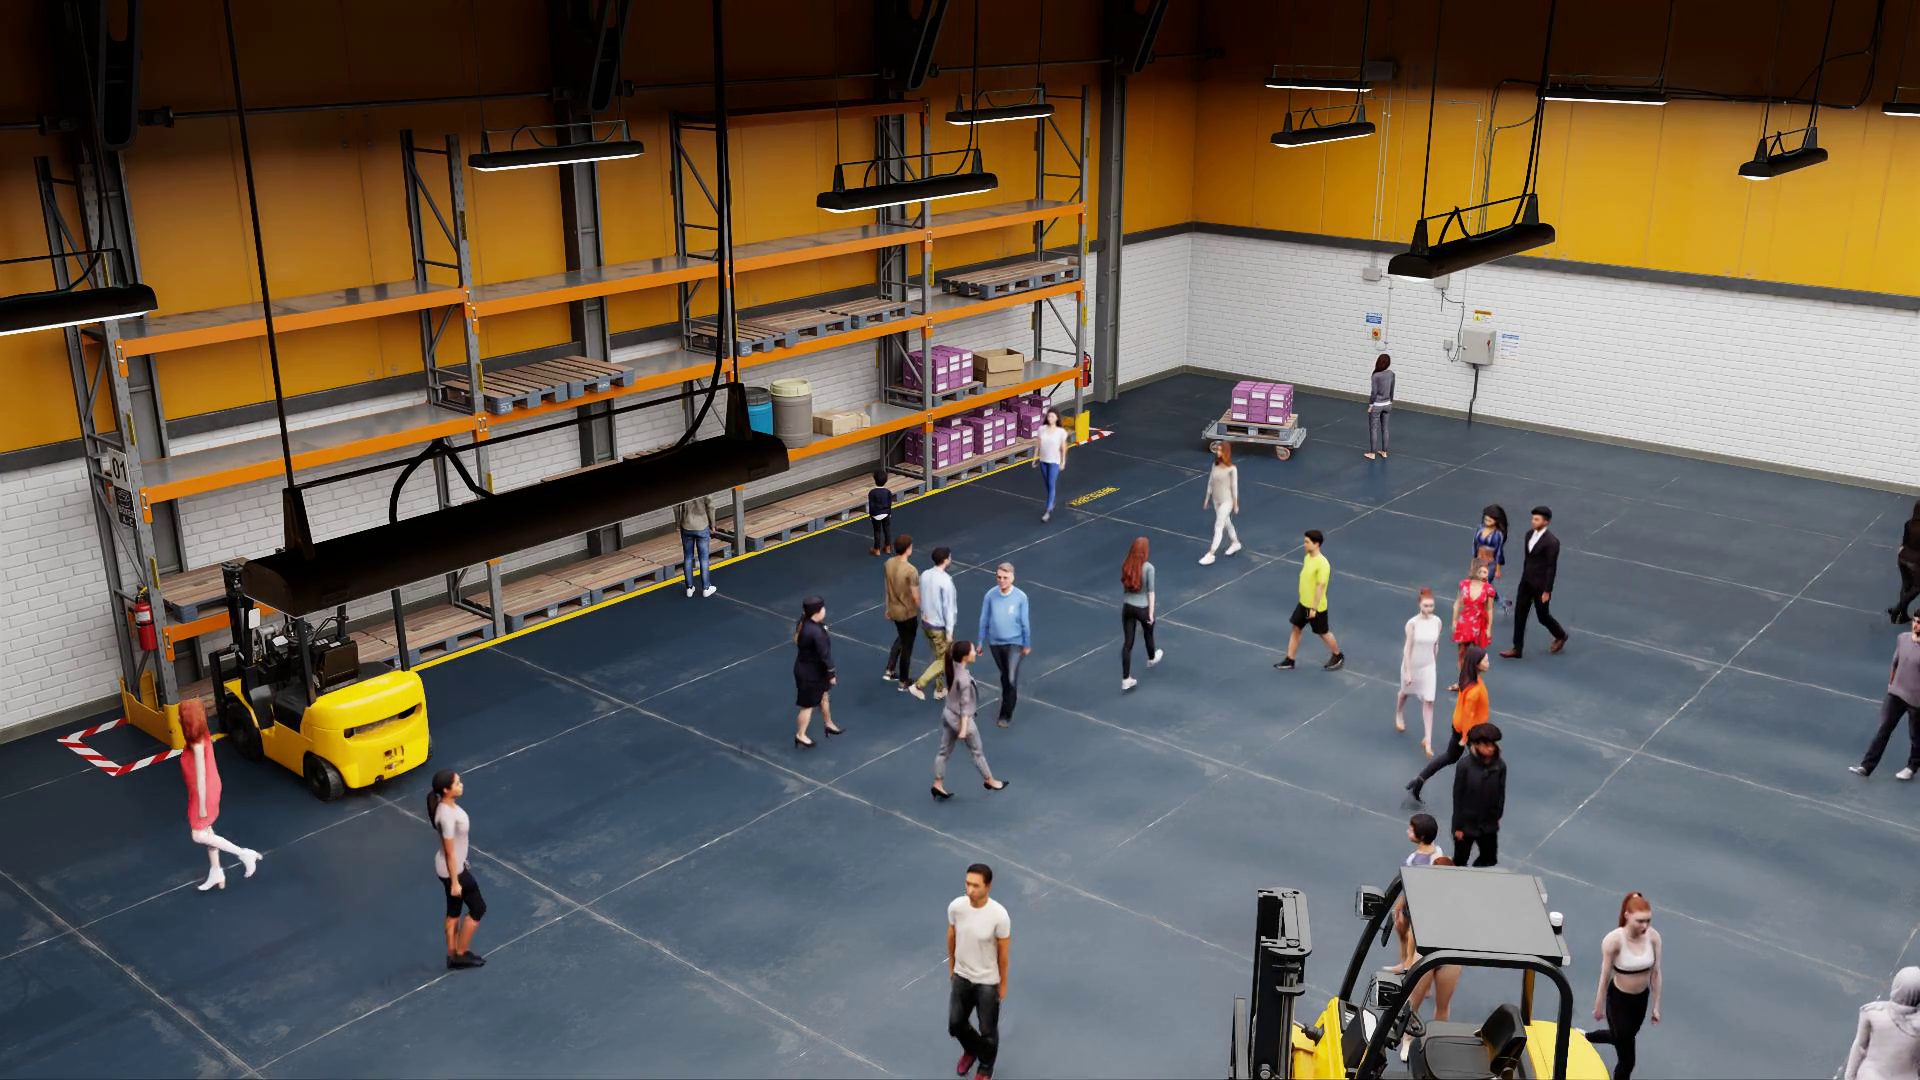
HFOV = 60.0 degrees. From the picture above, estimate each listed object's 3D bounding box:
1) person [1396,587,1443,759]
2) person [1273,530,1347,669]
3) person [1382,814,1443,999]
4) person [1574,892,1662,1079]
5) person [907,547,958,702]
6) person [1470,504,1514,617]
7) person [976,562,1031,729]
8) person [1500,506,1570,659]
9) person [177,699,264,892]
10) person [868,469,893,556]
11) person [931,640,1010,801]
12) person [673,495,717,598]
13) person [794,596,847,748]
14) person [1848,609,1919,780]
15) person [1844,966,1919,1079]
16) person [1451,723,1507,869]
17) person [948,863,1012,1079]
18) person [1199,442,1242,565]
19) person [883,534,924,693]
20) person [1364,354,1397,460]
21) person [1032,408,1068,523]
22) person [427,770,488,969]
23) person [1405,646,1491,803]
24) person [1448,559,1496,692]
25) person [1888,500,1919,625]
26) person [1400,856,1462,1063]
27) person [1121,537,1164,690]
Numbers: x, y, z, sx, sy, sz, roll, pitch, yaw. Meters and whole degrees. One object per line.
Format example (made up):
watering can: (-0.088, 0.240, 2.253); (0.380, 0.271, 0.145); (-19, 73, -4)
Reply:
person: (4.702, 1.327, 17.225); (1.090, 1.735, 1.115); (-2, 19, -6)
person: (4.141, 0.713, 19.145); (1.174, 1.674, 0.945); (-8, 20, -22)
person: (3.661, 2.864, 12.953); (0.681, 1.549, 0.653); (11, 21, 28)
person: (4.613, 3.214, 11.651); (1.090, 1.718, 1.063); (-4, 19, -11)
person: (-0.312, 0.967, 18.212); (1.013, 1.787, 0.857); (-13, 23, -34)
person: (6.524, 0.323, 20.417); (1.038, 1.600, 0.828); (-10, 21, -28)
person: (0.527, 1.071, 17.910); (0.862, 1.785, 1.093); (8, 20, 22)
person: (6.843, 0.504, 19.484); (1.261, 1.854, 1.079); (-7, 20, -20)
person: (-6.461, 2.225, 14.438); (0.913, 1.812, 0.807); (-7, 20, -21)
person: (-1.103, -0.396, 23.141); (0.561, 1.225, 0.645); (-9, 20, -24)
person: (-0.094, 1.773, 16.051); (1.111, 1.639, 0.920); (-8, 20, -23)
person: (-3.428, -0.168, 21.463); (0.793, 1.865, 0.806); (2, 19, 5)
person: (-1.598, 1.395, 17.160); (0.983, 1.649, 0.899); (-8, 20, -23)
person: (9.469, 1.539, 16.464); (1.168, 1.820, 0.960); (-9, 21, -26)
person: (5.867, 3.550, 10.584); (0.650, 1.761, 0.740); (13, 23, 34)
person: (4.360, 2.336, 14.179); (0.773, 1.767, 0.832); (-1, 19, -4)
person: (0.179, 3.084, 11.919); (0.729, 1.793, 0.753); (7, 20, 21)
person: (3.674, -0.527, 22.830); (1.161, 1.672, 0.802); (-13, 23, -34)
person: (-0.693, 0.834, 18.521); (0.726, 1.843, 0.720); (-16, 24, -39)
person: (7.036, -2.247, 27.788); (0.625, 1.768, 0.749); (-7, 20, -21)
person: (1.356, -1.135, 24.671); (0.709, 1.650, 1.034); (10, 21, 28)
person: (-4.122, 2.656, 13.273); (0.739, 1.739, 0.720); (-7, 20, -19)
person: (4.729, 1.813, 15.816); (1.084, 1.715, 1.138); (1, 19, 4)
person: (5.716, 0.960, 18.549); (0.617, 1.587, 0.600); (16, 24, 39)
person: (11.671, 0.297, 20.451); (0.919, 1.629, 0.767); (-9, 20, -24)
person: (3.481, 3.067, 12.201); (0.621, 1.644, 0.648); (1, 19, 4)
person: (1.945, 0.860, 18.690); (0.727, 1.686, 1.207); (11, 22, 30)
